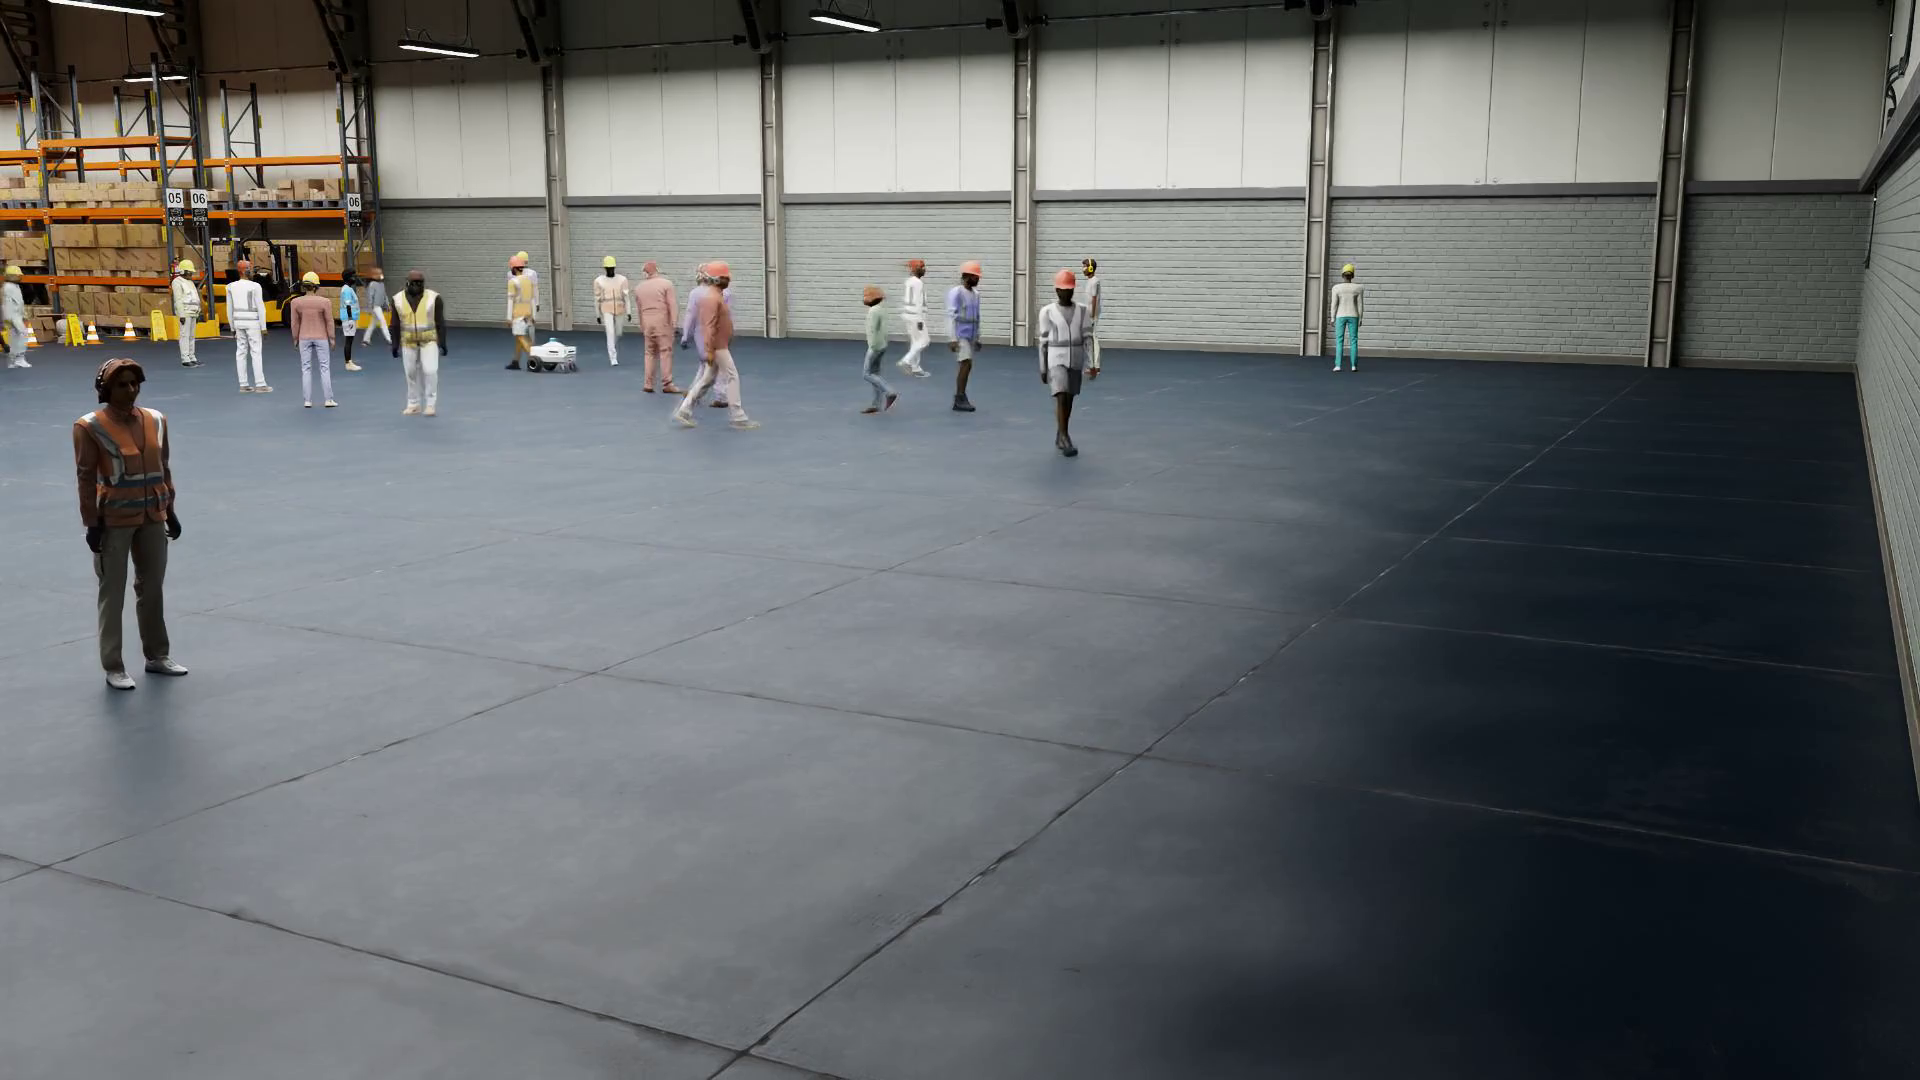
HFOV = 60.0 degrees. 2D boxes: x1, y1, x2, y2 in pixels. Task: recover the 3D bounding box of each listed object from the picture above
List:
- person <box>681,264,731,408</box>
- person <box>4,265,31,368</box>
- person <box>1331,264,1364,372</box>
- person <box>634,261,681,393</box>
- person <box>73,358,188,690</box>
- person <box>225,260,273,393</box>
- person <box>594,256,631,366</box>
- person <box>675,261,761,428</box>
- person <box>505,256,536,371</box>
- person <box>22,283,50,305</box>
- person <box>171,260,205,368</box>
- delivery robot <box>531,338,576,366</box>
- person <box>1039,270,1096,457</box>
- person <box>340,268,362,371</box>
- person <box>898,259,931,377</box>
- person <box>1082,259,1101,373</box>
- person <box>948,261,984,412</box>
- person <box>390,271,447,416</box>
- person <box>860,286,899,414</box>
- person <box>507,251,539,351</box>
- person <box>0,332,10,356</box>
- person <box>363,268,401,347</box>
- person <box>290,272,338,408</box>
[{"bbox_3d":[-3.391,-2.679,21.840,0.975,1.853,0.676,7,12,33],"label":"person"},{"bbox_3d":[-15.935,-3.775,28.166,0.516,1.722,0.519,-3,11,-14],"label":"person"},{"bbox_3d":[6.375,-3.653,27.410,0.524,1.769,0.316,1,10,8],"label":"person"},{"bbox_3d":[-4.263,-3.030,23.753,0.773,1.874,0.398,5,11,24],"label":"person"},{"bbox_3d":[-4.147,-0.088,8.318,0.307,1.639,0.525,5,12,26],"label":"person"},{"bbox_3d":[-10.148,-3.034,23.715,0.573,1.885,0.357,2,11,12],"label":"person"},{"bbox_3d":[-6.068,-4.001,28.965,0.588,1.896,0.865,-5,12,-27],"label":"person"},{"bbox_3d":[-2.879,-2.265,19.340,0.995,1.958,0.625,-1,10,-4],"label":"person"},{"bbox_3d":[-7.274,-3.752,27.579,0.871,1.909,0.556,5,12,26],"label":"person"},{"bbox_3d":[-23.513,-6.523,42.315,1.057,2.000,0.691,6,12,30],"label":"person"},{"bbox_3d":[-13.148,-3.849,28.330,0.403,1.823,0.587,-1,10,-4],"label":"person"},{"bbox_3d":[-6.674,-3.072,27.295,0.707,0.478,0.477,4,11,20],"label":"delivery robot"},{"bbox_3d":[1.091,-1.833,17.161,0.545,1.893,0.992,-3,11,-15],"label":"person"},{"bbox_3d":[-10.119,-3.654,27.602,0.318,1.697,0.540,-4,11,-18],"label":"person"},{"bbox_3d":[-0.694,-3.478,26.168,0.449,1.872,0.608,-3,11,-14],"label":"person"},{"bbox_3d":[2.137,-3.641,27.103,0.312,1.860,0.506,-1,10,-3],"label":"person"},{"bbox_3d":[0.120,-2.592,21.211,0.583,1.913,0.580,8,13,36],"label":"person"},{"bbox_3d":[-6.719,-2.437,20.676,0.705,1.802,0.654,-1,10,-7],"label":"person"},{"bbox_3d":[-1.024,-2.380,20.897,0.460,1.612,0.544,2,11,9],"label":"person"},{"bbox_3d":[-8.407,-4.590,32.081,0.586,1.928,0.369,0,10,0],"label":"person"},{"bbox_3d":[-17.894,-4.309,30.569,0.987,1.918,0.616,-1,10,-4],"label":"person"},{"bbox_3d":[-11.704,-4.670,33.454,0.890,1.583,0.513,1,10,8],"label":"person"},{"bbox_3d":[-8.428,-2.606,21.707,0.533,1.767,0.326,-2,11,-9],"label":"person"}]
